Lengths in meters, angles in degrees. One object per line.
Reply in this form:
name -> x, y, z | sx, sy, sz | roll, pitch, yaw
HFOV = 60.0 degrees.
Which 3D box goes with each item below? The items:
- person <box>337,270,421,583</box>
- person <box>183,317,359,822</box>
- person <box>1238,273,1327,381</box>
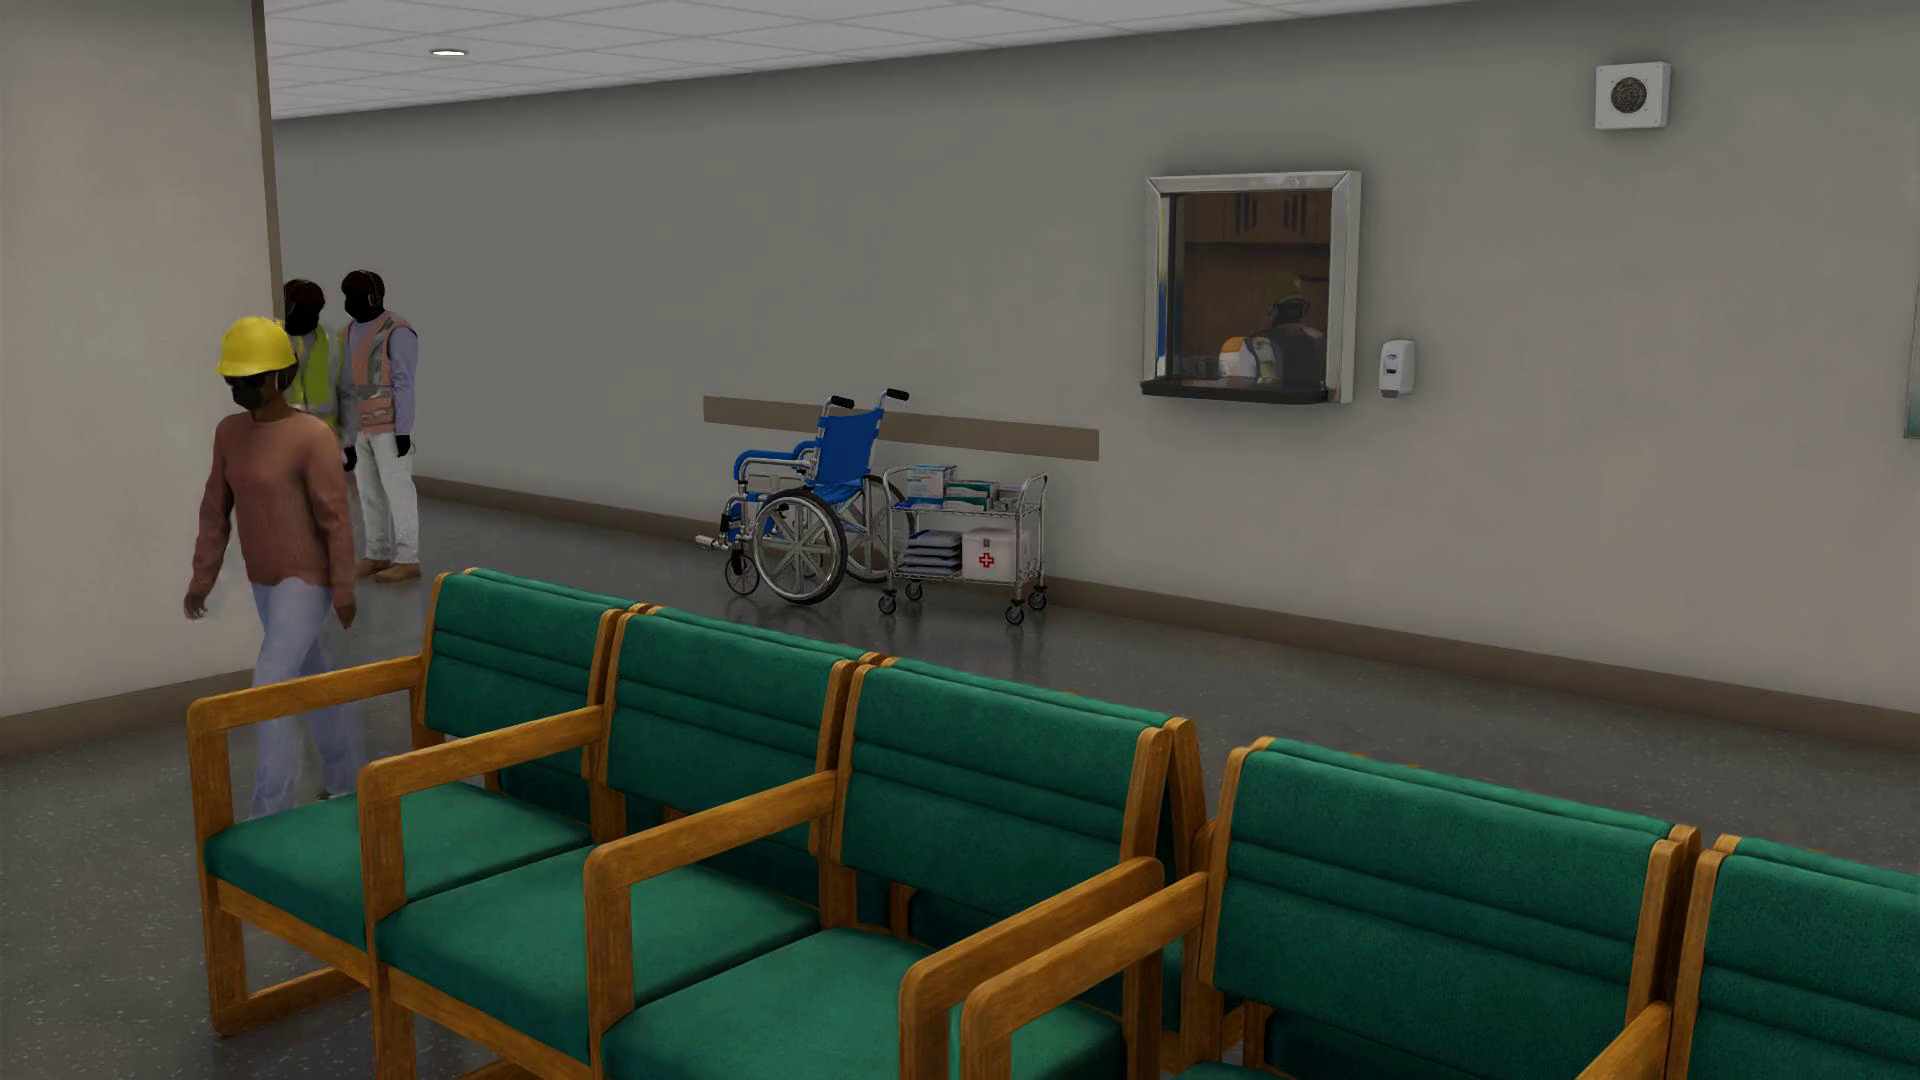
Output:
person -> -3.453, -0.666, 9.818 | 0.619, 1.836, 0.431 | 6, 12, 31
person -> -2.266, 0.157, 5.380 | 0.538, 1.734, 0.778 | 7, 12, 34
person -> 1.808, -0.567, 9.271 | 0.594, 1.824, 0.404 | -2, 10, -10
